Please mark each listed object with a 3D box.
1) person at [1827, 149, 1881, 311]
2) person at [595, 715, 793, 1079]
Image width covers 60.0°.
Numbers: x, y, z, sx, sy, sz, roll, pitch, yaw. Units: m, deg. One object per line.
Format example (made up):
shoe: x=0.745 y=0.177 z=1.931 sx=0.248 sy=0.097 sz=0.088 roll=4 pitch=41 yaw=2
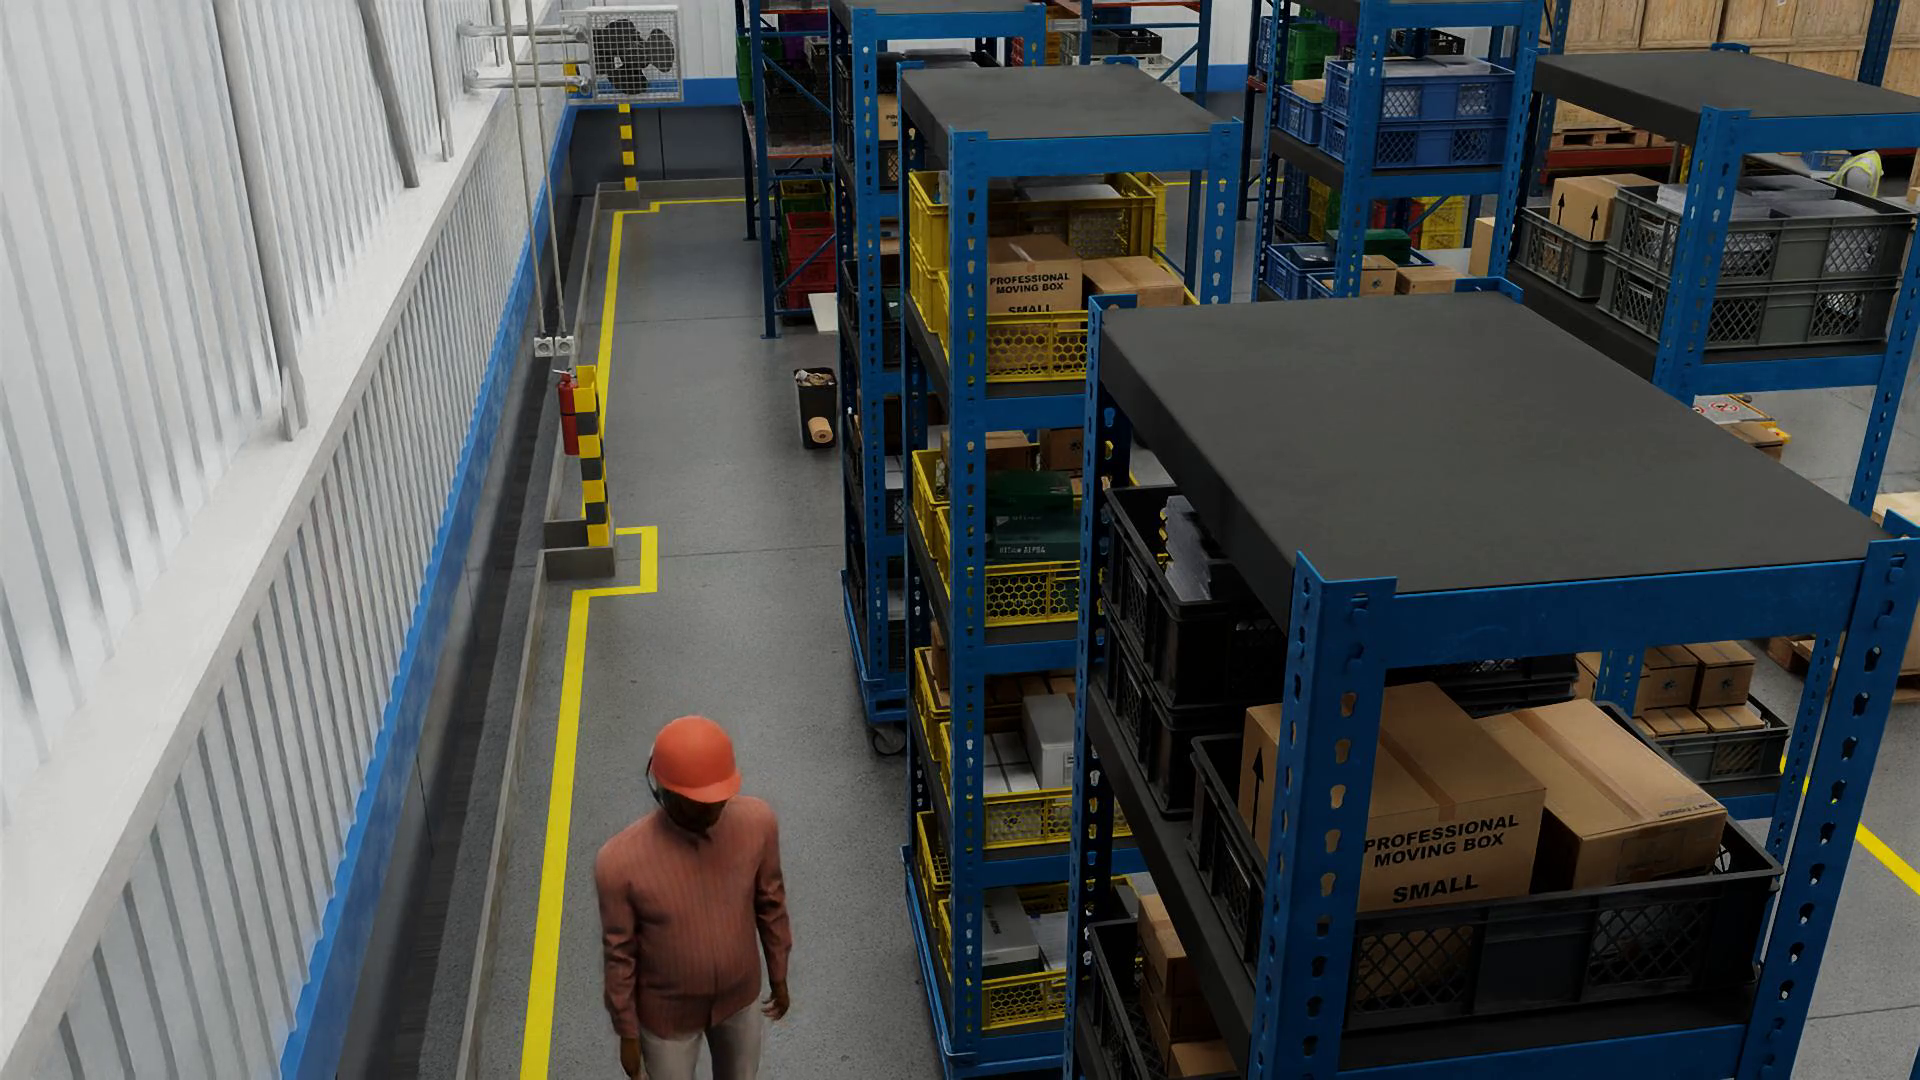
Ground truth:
person: x=7.490 y=-2.641 z=14.141 sx=0.429 sy=1.844 sz=0.626 roll=13 pitch=28 yaw=27
person: x=-0.792 y=1.413 z=5.164 sx=0.617 sy=1.989 sz=0.398 roll=-16 pitch=29 yaw=-31
